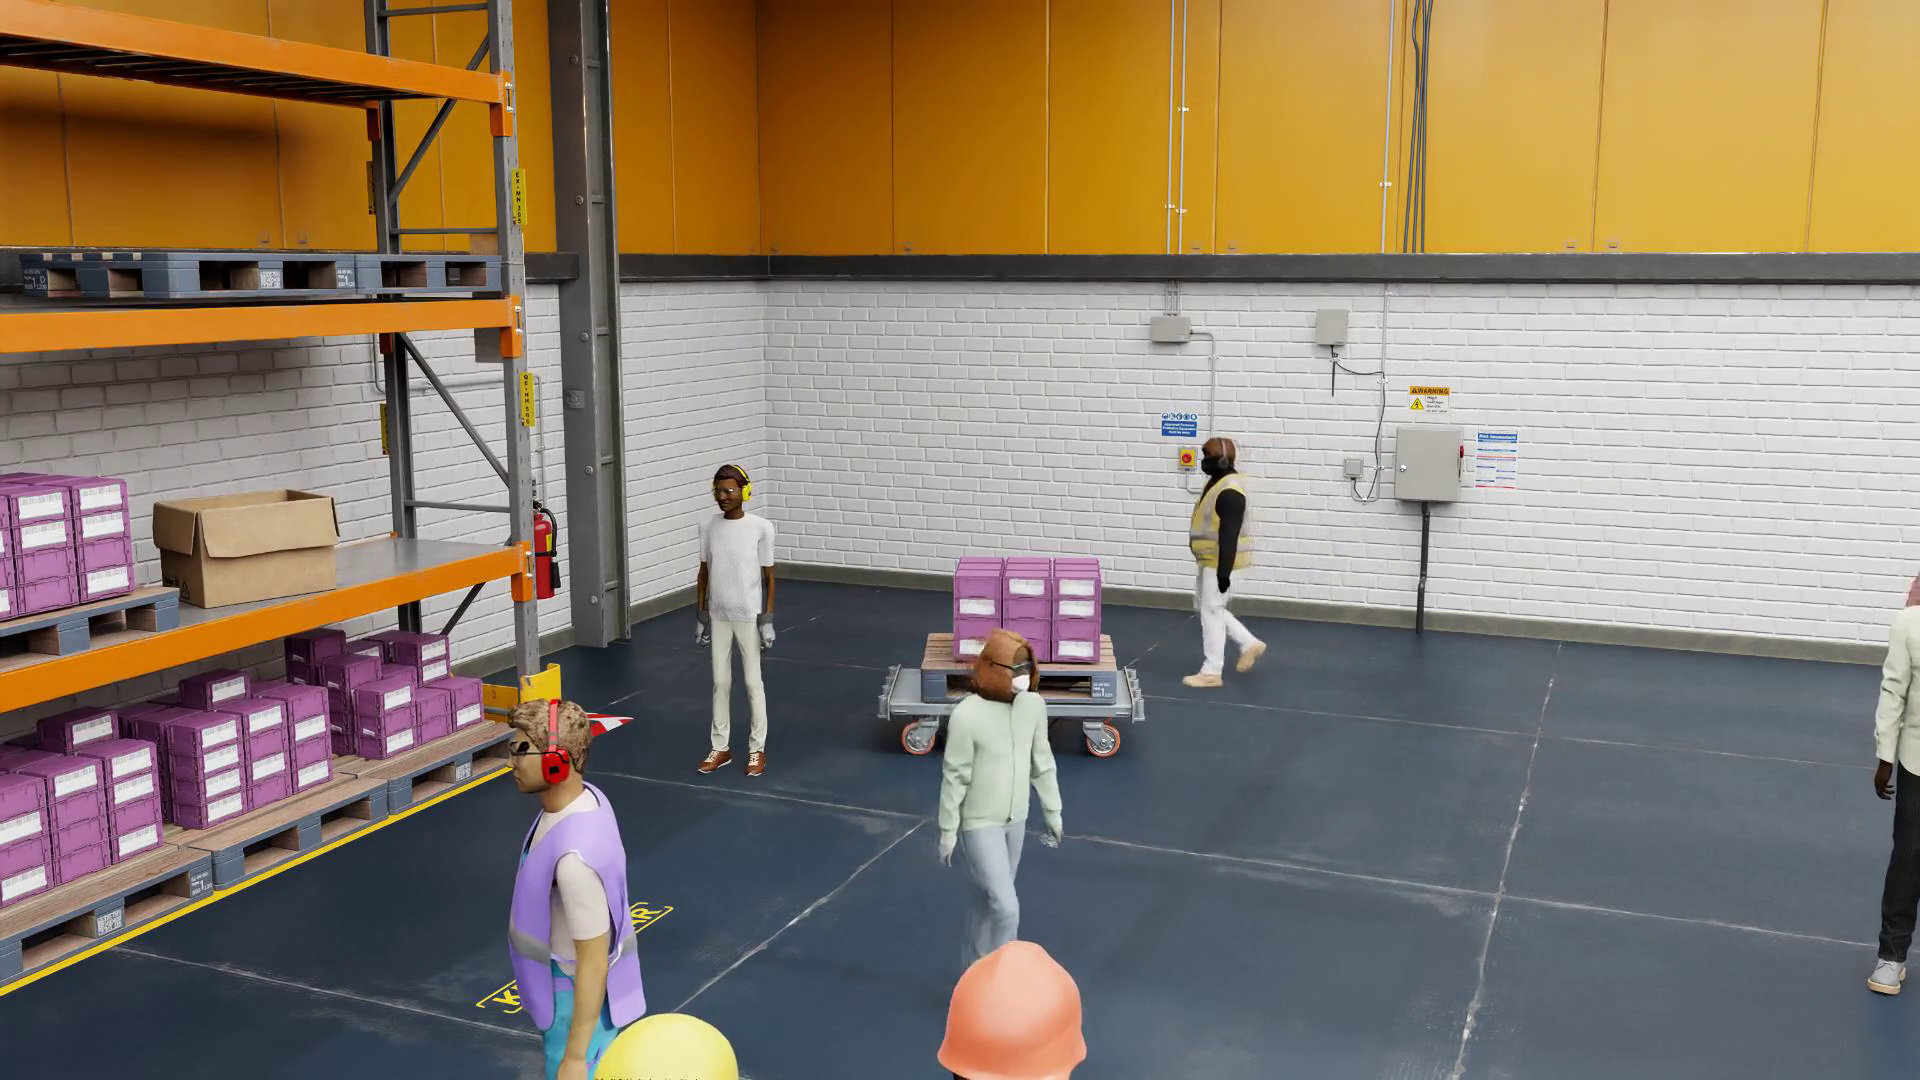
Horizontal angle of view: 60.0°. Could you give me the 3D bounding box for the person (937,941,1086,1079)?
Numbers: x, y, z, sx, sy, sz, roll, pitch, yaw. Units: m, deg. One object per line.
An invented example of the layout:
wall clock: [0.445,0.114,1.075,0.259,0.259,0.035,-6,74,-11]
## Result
person: [0.077,1.615,2.809,0.553,1.935,0.362,1,9,7]

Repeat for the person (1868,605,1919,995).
person: [4.094,0.922,6.836,0.609,1.995,0.376,5,11,29]

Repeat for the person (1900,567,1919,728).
person: [5.981,0.532,10.028,0.537,1.718,0.906,-1,9,-6]

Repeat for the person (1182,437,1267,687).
person: [1.909,0.158,11.979,0.535,1.822,0.642,0,9,0]

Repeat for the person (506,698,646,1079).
person: [-1.088,1.344,4.725,0.378,1.844,0.569,-3,10,-16]

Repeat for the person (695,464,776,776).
person: [-1.345,0.475,9.922,0.514,1.872,0.328,2,10,13]

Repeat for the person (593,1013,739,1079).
person: [-0.437,1.649,2.642,0.591,1.923,0.381,-2,10,-10]

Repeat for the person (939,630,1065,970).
person: [0.216,1.154,6.559,0.533,1.606,0.655,-9,13,-44]
